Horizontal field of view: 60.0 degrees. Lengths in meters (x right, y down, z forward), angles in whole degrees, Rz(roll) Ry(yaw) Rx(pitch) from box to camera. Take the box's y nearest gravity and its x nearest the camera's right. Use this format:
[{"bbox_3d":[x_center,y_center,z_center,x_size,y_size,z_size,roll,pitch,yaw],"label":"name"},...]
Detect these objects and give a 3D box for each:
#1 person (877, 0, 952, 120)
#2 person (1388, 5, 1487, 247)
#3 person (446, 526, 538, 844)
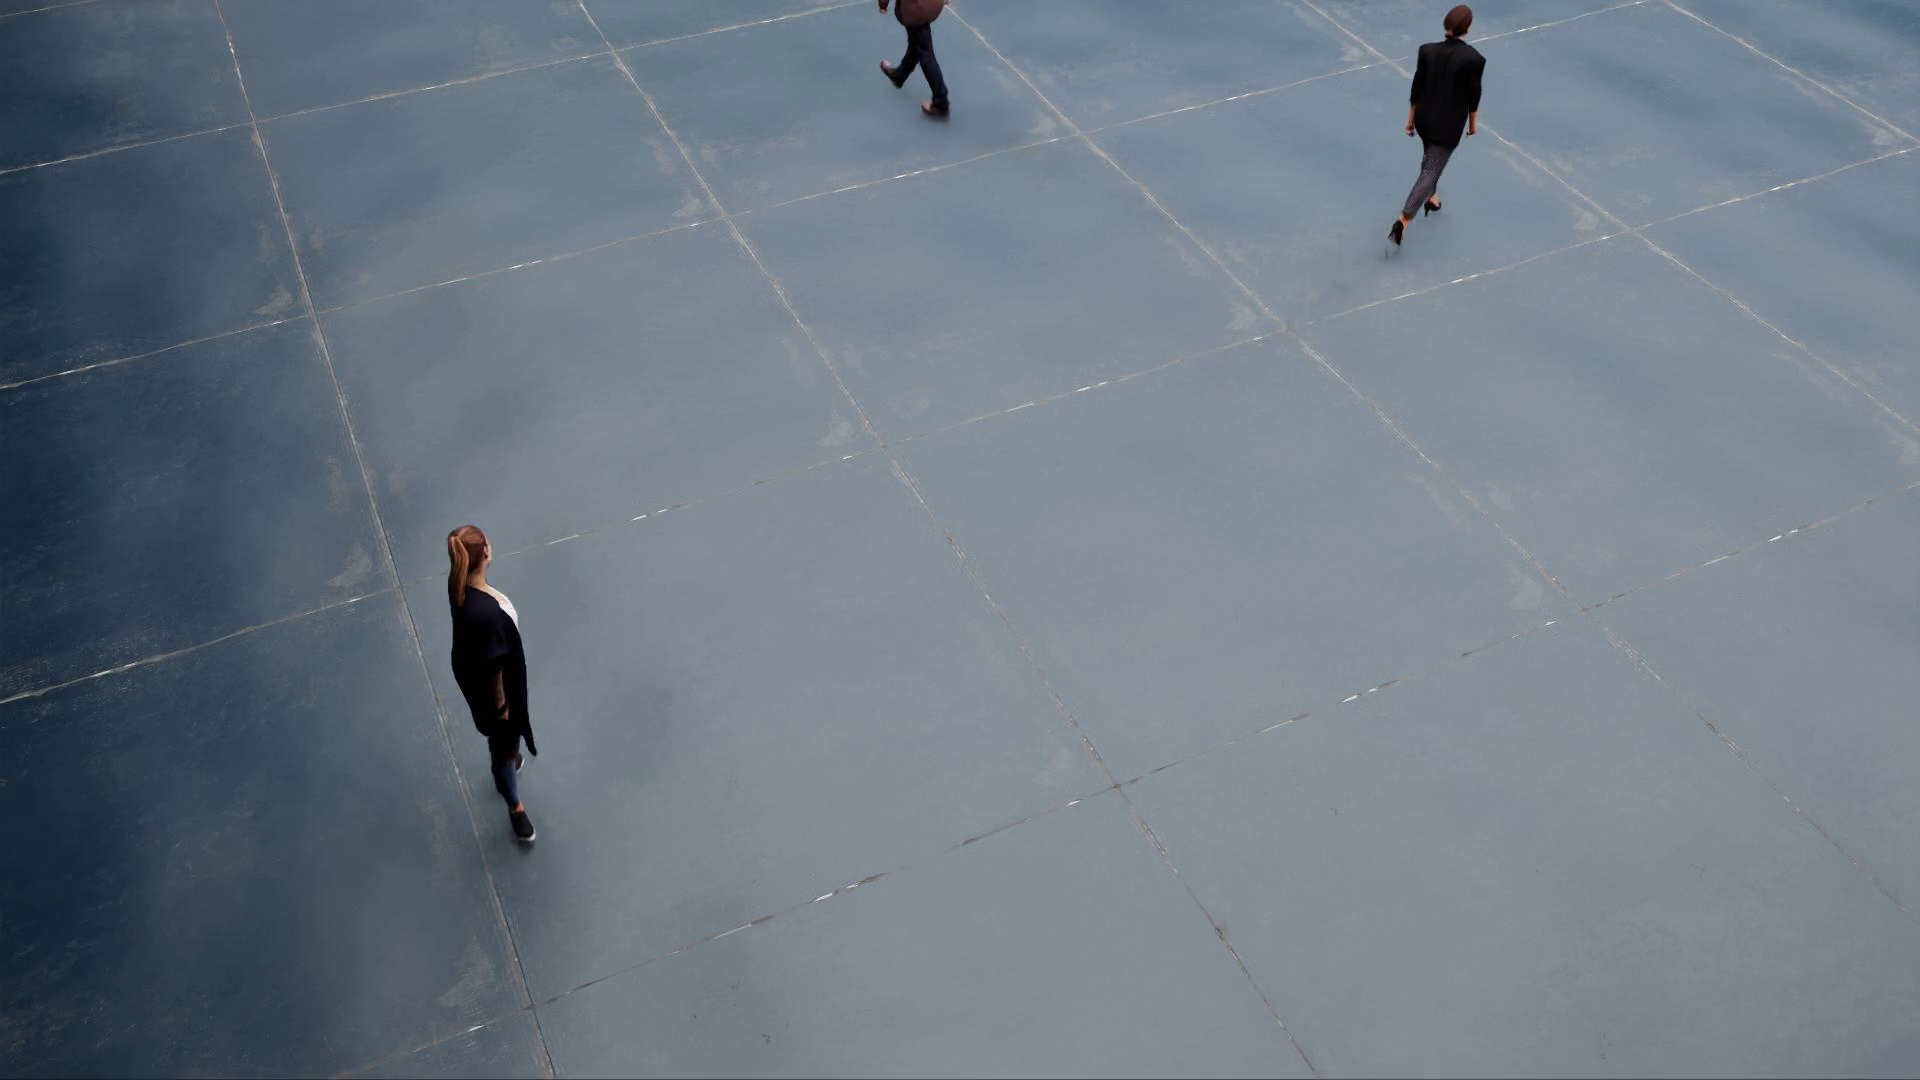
[{"bbox_3d":[-0.249,-4.169,13.011,1.251,1.796,1.028,33,52,31],"label":"person"},{"bbox_3d":[3.318,-2.847,11.642,1.152,1.678,0.990,31,51,30],"label":"person"},{"bbox_3d":[-2.193,0.691,7.742,0.810,1.685,0.481,-9,43,-9],"label":"person"}]
